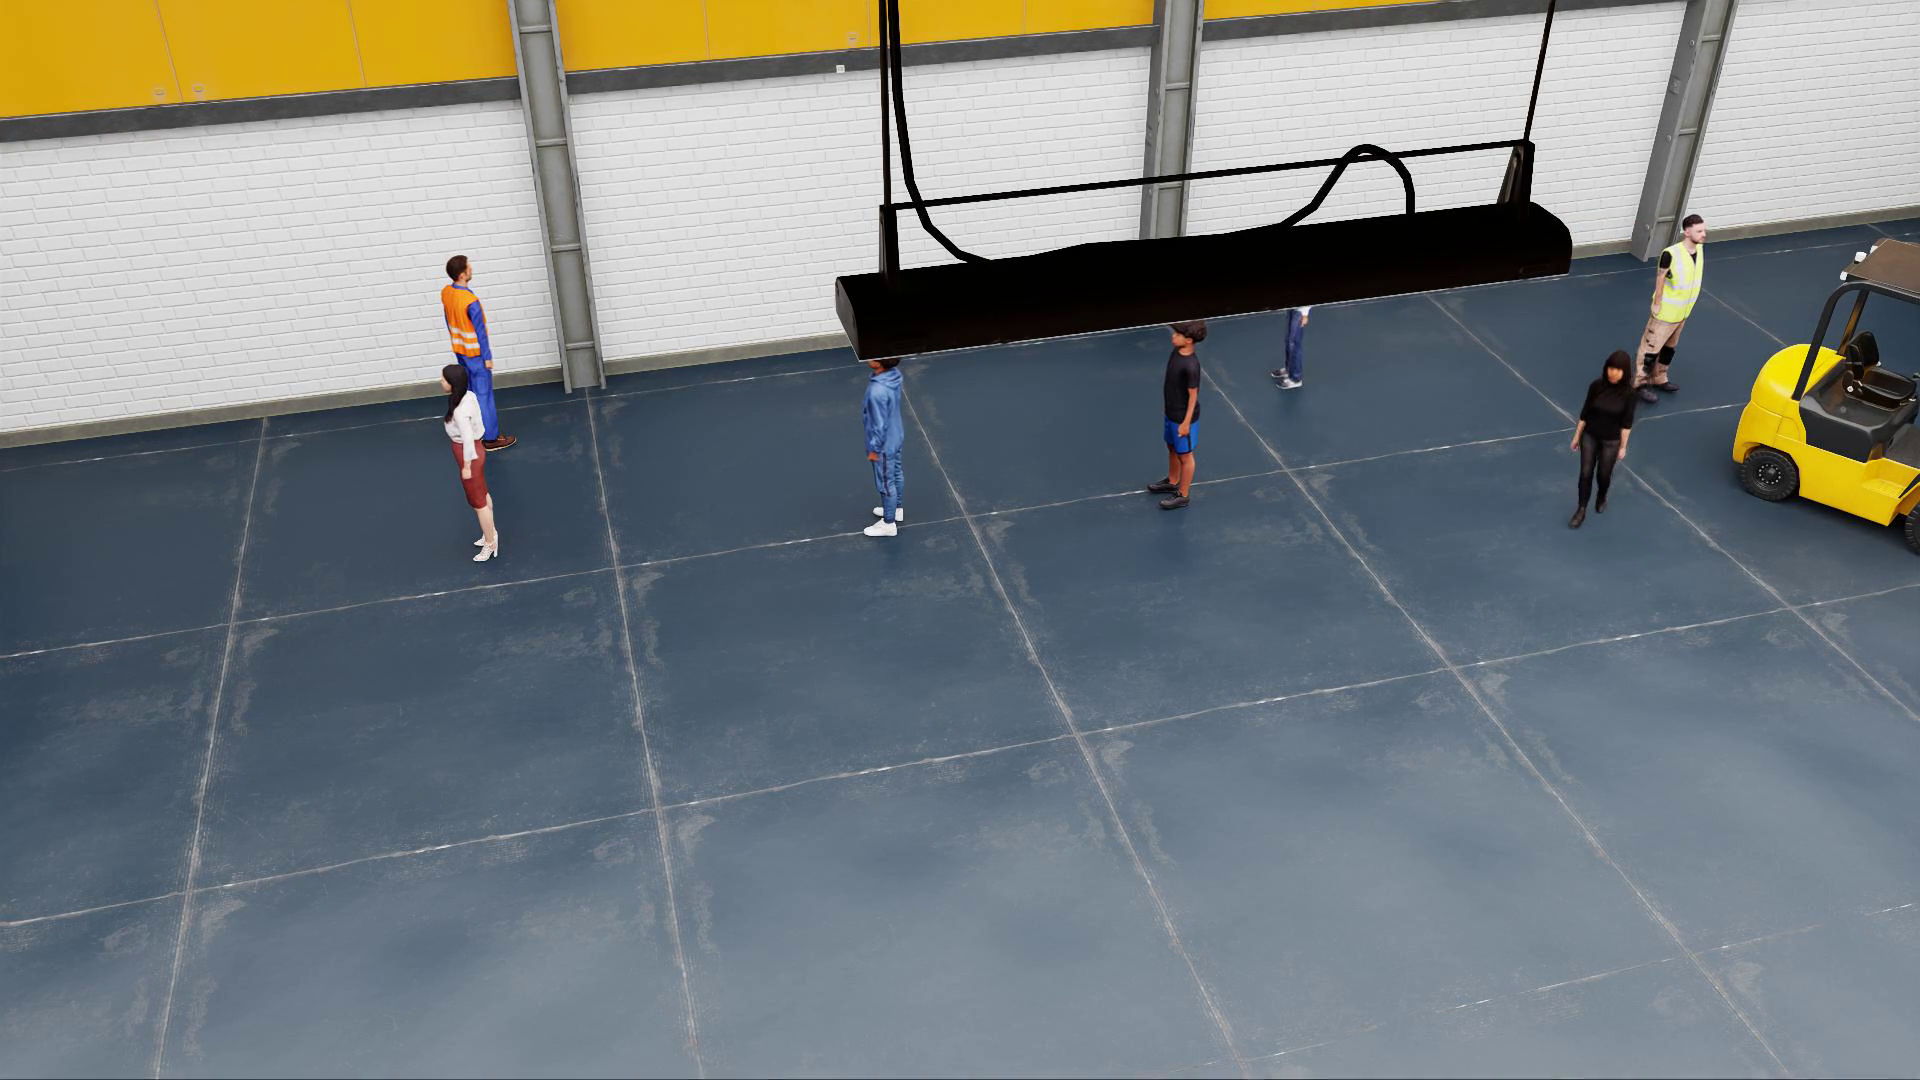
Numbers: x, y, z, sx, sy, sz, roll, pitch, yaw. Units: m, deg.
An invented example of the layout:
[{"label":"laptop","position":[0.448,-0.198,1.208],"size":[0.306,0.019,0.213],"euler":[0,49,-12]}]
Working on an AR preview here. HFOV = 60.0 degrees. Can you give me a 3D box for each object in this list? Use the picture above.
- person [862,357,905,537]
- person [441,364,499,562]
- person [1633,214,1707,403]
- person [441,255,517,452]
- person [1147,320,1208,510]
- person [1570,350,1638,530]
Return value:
[{"label":"person","position":[-0.620,-0.871,13.756],"size":[0.755,1.811,0.761],"euler":[8,34,12]},{"label":"person","position":[-3.956,-0.634,13.454],"size":[0.524,1.751,0.606],"euler":[-6,34,-9]},{"label":"person","position":[6.755,-2.225,15.762],"size":[0.771,1.846,0.861],"euler":[-21,39,-28]},{"label":"person","position":[-4.383,-1.687,14.937],"size":[0.785,1.864,0.803],"euler":[26,42,34]},{"label":"person","position":[1.887,-1.103,14.117],"size":[0.556,1.799,0.587],"euler":[-7,34,-11]},{"label":"person","position":[5.391,-0.873,13.924],"size":[0.774,1.629,0.841],"euler":[21,39,28]}]
